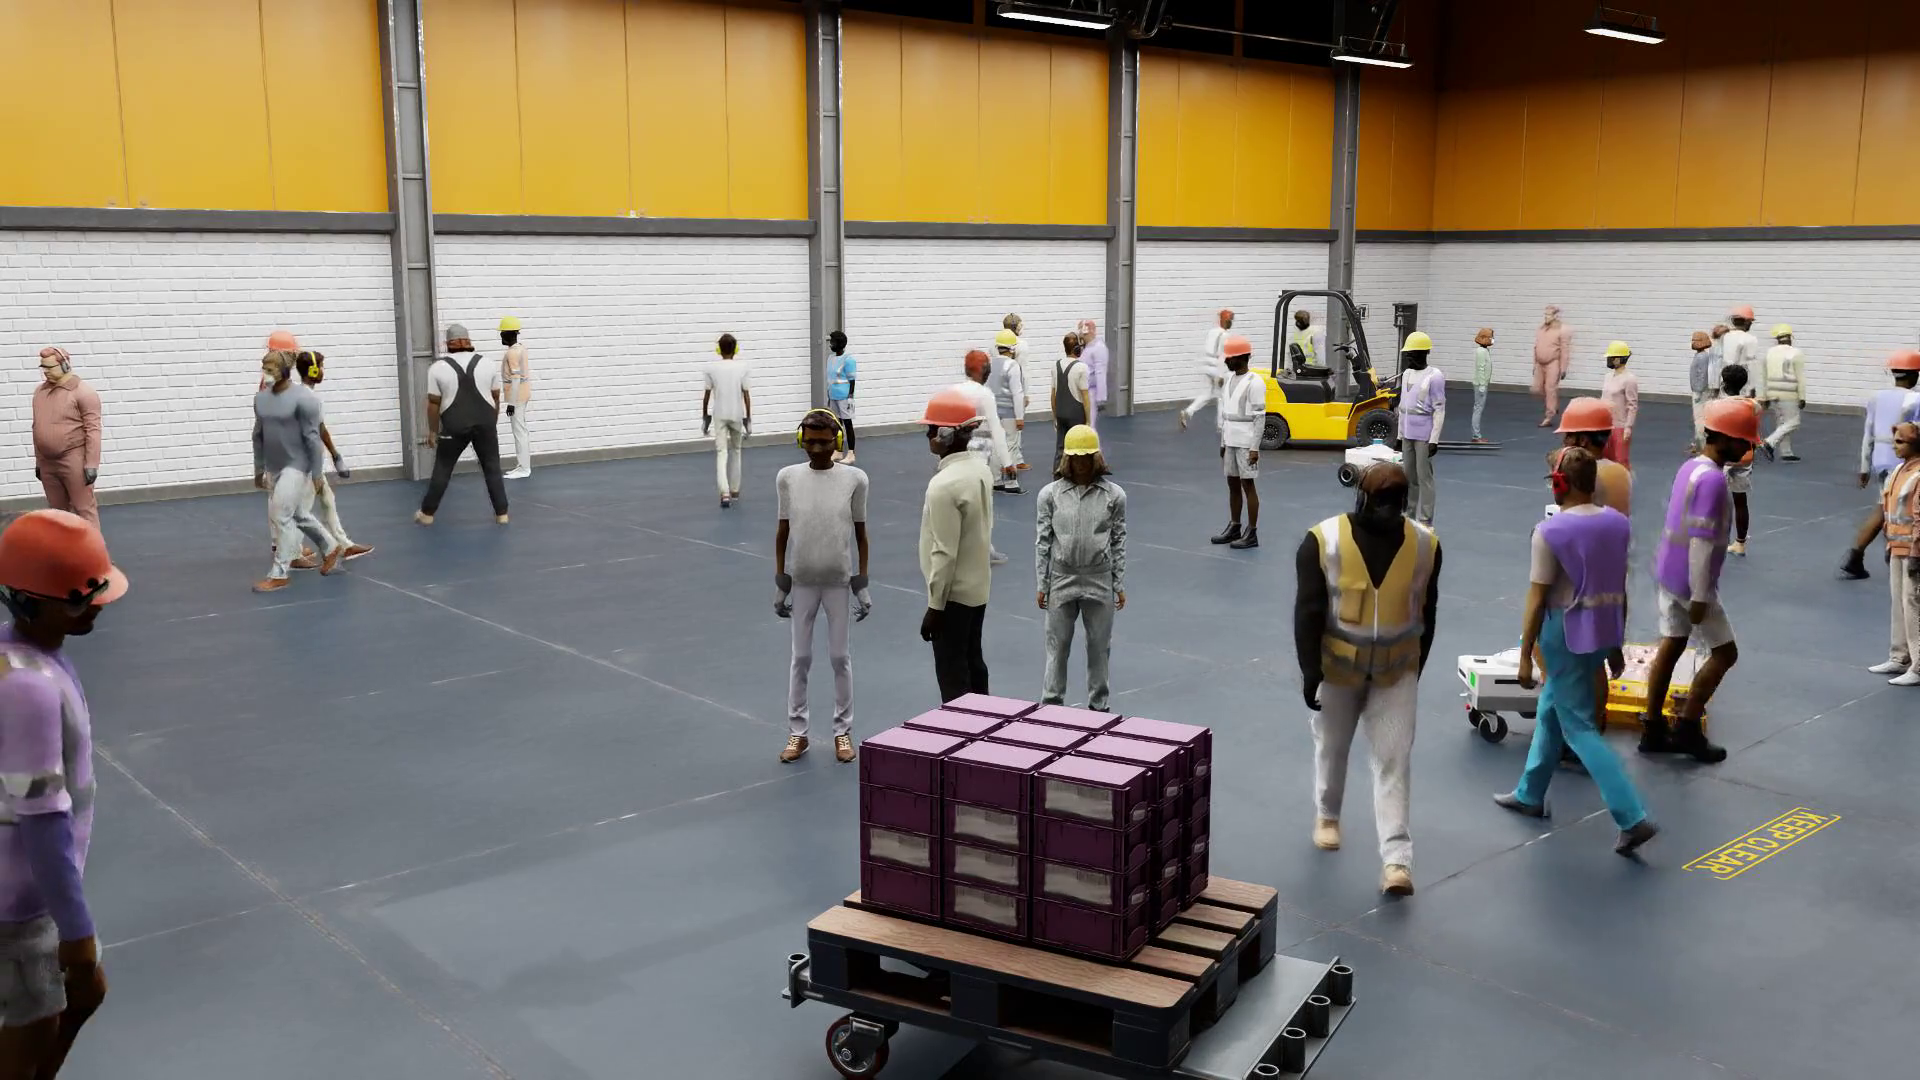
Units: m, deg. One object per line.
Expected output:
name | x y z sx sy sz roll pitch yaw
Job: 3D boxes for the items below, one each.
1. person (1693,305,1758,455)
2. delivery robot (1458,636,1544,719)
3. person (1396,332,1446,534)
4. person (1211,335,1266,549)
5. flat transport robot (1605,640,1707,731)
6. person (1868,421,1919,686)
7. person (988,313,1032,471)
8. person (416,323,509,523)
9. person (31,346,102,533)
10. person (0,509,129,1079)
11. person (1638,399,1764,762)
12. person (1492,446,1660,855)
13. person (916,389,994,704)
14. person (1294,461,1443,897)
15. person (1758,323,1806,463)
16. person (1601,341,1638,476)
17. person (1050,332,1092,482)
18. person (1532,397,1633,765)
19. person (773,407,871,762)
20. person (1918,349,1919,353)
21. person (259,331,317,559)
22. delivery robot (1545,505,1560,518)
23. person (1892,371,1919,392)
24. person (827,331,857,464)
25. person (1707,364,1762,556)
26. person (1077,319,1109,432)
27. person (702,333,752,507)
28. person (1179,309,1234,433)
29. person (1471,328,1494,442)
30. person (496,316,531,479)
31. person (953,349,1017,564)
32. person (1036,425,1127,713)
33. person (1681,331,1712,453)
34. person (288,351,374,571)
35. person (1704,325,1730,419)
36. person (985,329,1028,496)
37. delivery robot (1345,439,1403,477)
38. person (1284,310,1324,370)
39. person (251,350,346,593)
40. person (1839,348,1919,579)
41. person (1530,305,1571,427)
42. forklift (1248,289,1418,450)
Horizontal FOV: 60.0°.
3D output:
person | 10.093 -2.073 21.807 0.956 2.002 0.602 -2 10 -12
delivery robot | 3.108 0.767 9.117 0.707 0.478 0.477 1 10 5
person | 4.321 -1.004 15.748 0.377 1.925 0.594 -4 10 -20
person | 2.513 -0.884 15.041 0.381 1.927 0.550 -4 11 -24
flat transport robot | 4.071 0.830 9.853 0.652 0.197 1.431 4 11 24
person | 5.869 0.079 10.289 0.319 1.629 0.515 2 10 10
person | 0.612 -1.812 20.458 0.379 1.937 0.629 -9 13 -43
person | -4.961 -1.175 16.417 0.858 2.000 0.564 -4 11 -23
person | -7.368 -0.637 13.679 0.638 1.903 0.408 3 10 17
person | -2.447 0.900 4.395 0.593 1.995 0.625 -5 11 -25
person | 3.855 0.216 8.654 0.540 1.904 0.580 2 10 10
person | 2.808 0.479 7.475 0.574 1.798 0.943 -6 11 -31
person | -0.032 0.261 8.147 0.382 1.995 0.612 3 10 19
person | 1.721 0.553 7.055 0.618 1.789 1.019 1 10 6
person | 10.426 -1.841 21.057 0.623 1.790 0.610 -3 10 -18
person | 6.748 -1.163 17.155 0.323 1.767 0.533 -2 10 -12
person | 1.182 -1.262 17.499 0.511 1.845 0.341 9 13 42
person | 3.200 0.227 8.575 0.557 1.914 0.450 -7 12 -37
person | -0.721 0.237 8.673 0.514 1.865 0.329 0 10 1
person | 10.300 -1.356 17.845 0.398 1.916 0.590 8 13 41
person | -5.890 -0.823 14.524 0.406 1.983 0.613 -5 11 -28
delivery robot | 5.595 -0.207 14.820 0.707 0.478 0.477 -3 10 -14
person | 9.583 -1.133 16.561 0.645 1.897 1.032 2 10 12
person | -1.516 -1.809 21.125 0.319 1.698 0.538 -8 12 -38
person | 6.738 -0.689 14.575 0.541 1.696 0.316 -2 10 -14
person | 1.548 -1.725 20.152 0.459 1.870 0.749 -3 10 -17
person | -2.482 -1.281 17.672 0.531 1.831 0.931 -1 10 -7
person | 3.724 -2.498 24.715 0.805 1.859 0.636 -3 10 -16
person | 7.339 -2.154 23.342 0.279 1.633 0.505 4 10 21
person | -5.294 -1.691 19.770 0.369 1.928 0.585 -1 10 -7
person | 0.204 -0.657 13.900 0.732 1.855 0.639 -4 11 -23
person | 0.654 0.244 8.978 0.494 1.743 0.307 0 10 0
person | 9.886 -1.976 22.294 0.286 1.634 0.500 4 10 20
person | -5.370 -0.675 14.086 0.872 1.836 0.508 -8 12 -38
person | 11.367 -2.443 25.084 0.369 1.610 0.665 5 11 27
person | 0.524 -1.409 18.379 0.404 1.836 0.600 -6 12 -33
delivery robot | 4.757 -0.913 18.955 0.477 0.478 0.707 -9 13 -40
person | 5.235 -2.631 25.650 0.950 1.794 0.634 -4 10 -21
person | -5.330 -0.580 13.349 0.645 1.912 0.941 5 11 28
person | 7.657 -0.625 13.664 0.998 1.895 0.547 -2 10 -14
person | 9.098 -2.680 25.658 0.449 1.890 0.662 -5 11 -27
forklift | 5.034 -2.339 22.783 2.313 2.155 1.214 3 10 16
